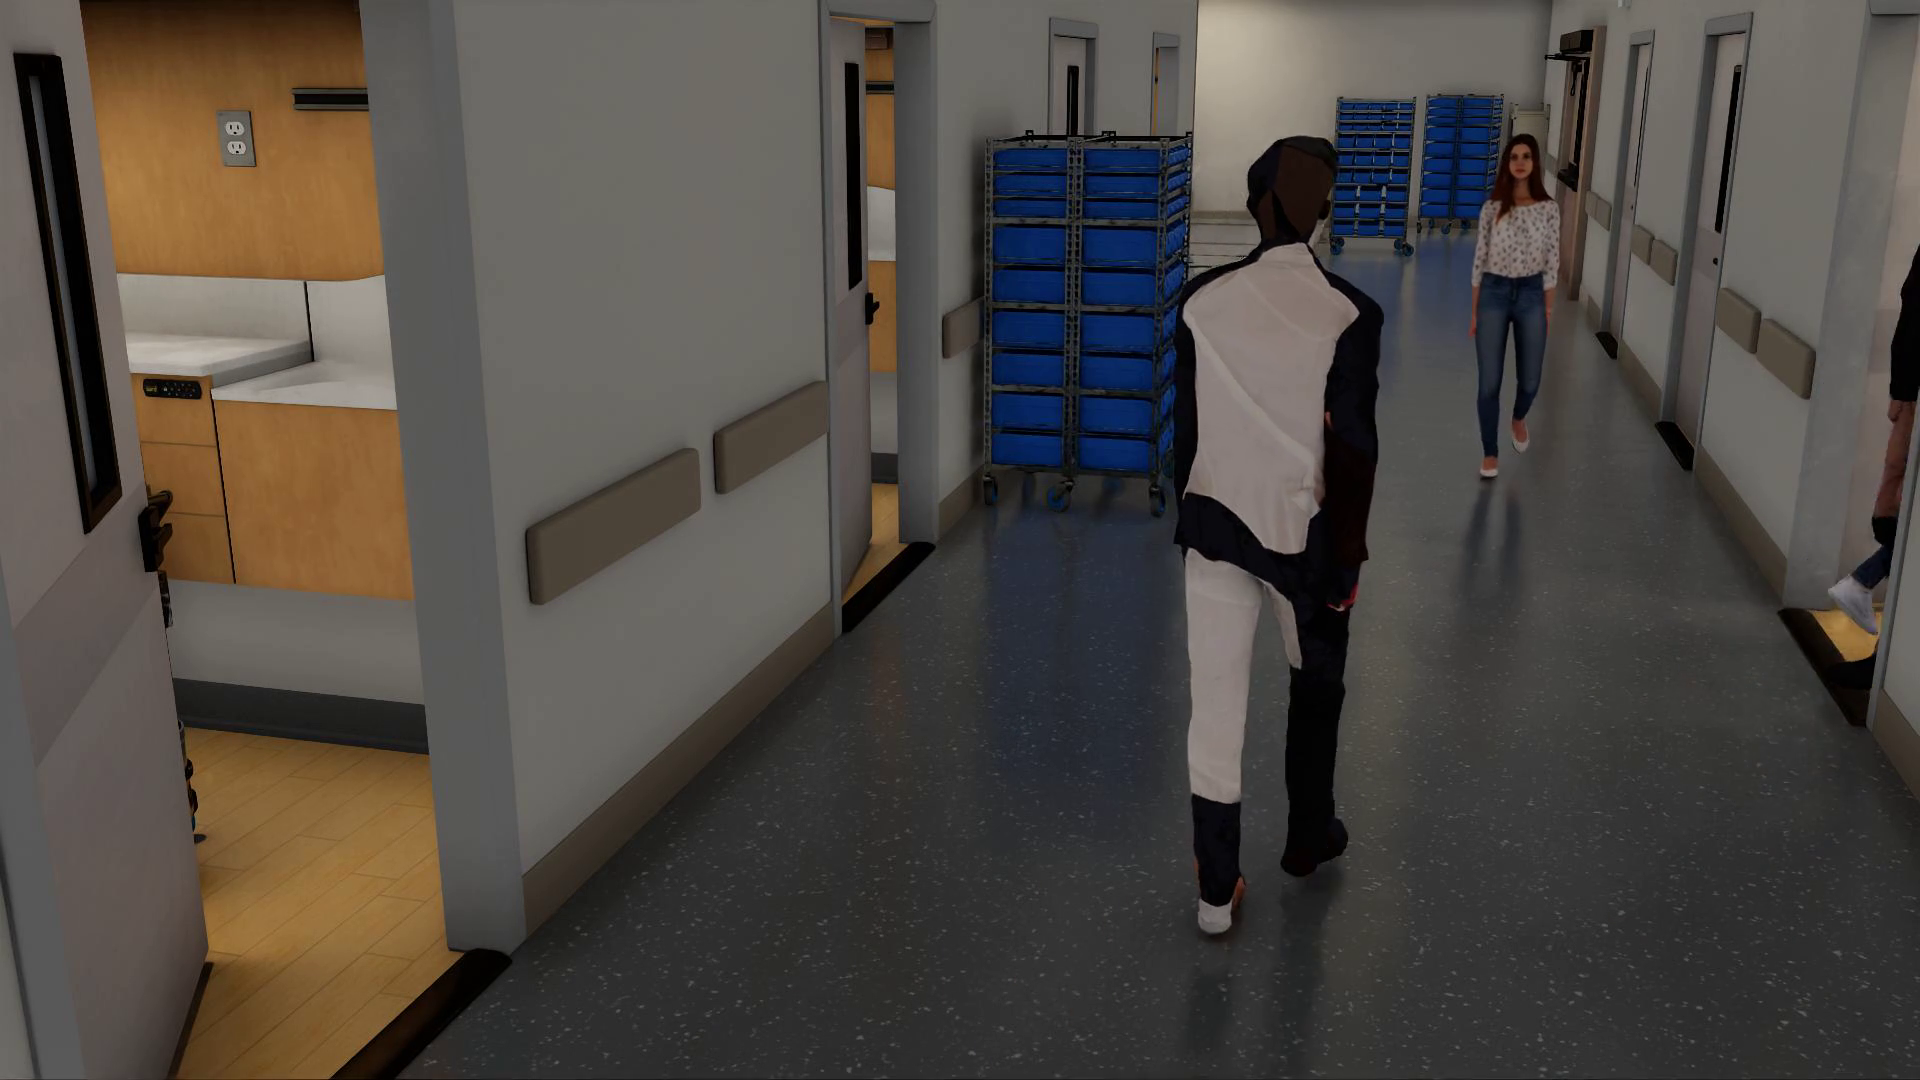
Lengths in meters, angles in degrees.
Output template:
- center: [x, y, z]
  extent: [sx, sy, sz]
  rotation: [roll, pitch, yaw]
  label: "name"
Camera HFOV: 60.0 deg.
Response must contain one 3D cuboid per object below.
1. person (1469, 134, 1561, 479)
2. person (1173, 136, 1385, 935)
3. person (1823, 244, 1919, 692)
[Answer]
- center: [2.831, -1.202, 8.556]
  extent: [0.583, 1.722, 0.767]
  rotation: [5, 16, 17]
  label: "person"
- center: [0.687, 0.035, 3.898]
  extent: [0.765, 1.867, 0.916]
  rotation: [7, 17, 22]
  label: "person"
- center: [3.310, -0.419, 5.443]
  extent: [0.986, 1.903, 1.063]
  rotation: [-2, 16, -6]
  label: "person"
